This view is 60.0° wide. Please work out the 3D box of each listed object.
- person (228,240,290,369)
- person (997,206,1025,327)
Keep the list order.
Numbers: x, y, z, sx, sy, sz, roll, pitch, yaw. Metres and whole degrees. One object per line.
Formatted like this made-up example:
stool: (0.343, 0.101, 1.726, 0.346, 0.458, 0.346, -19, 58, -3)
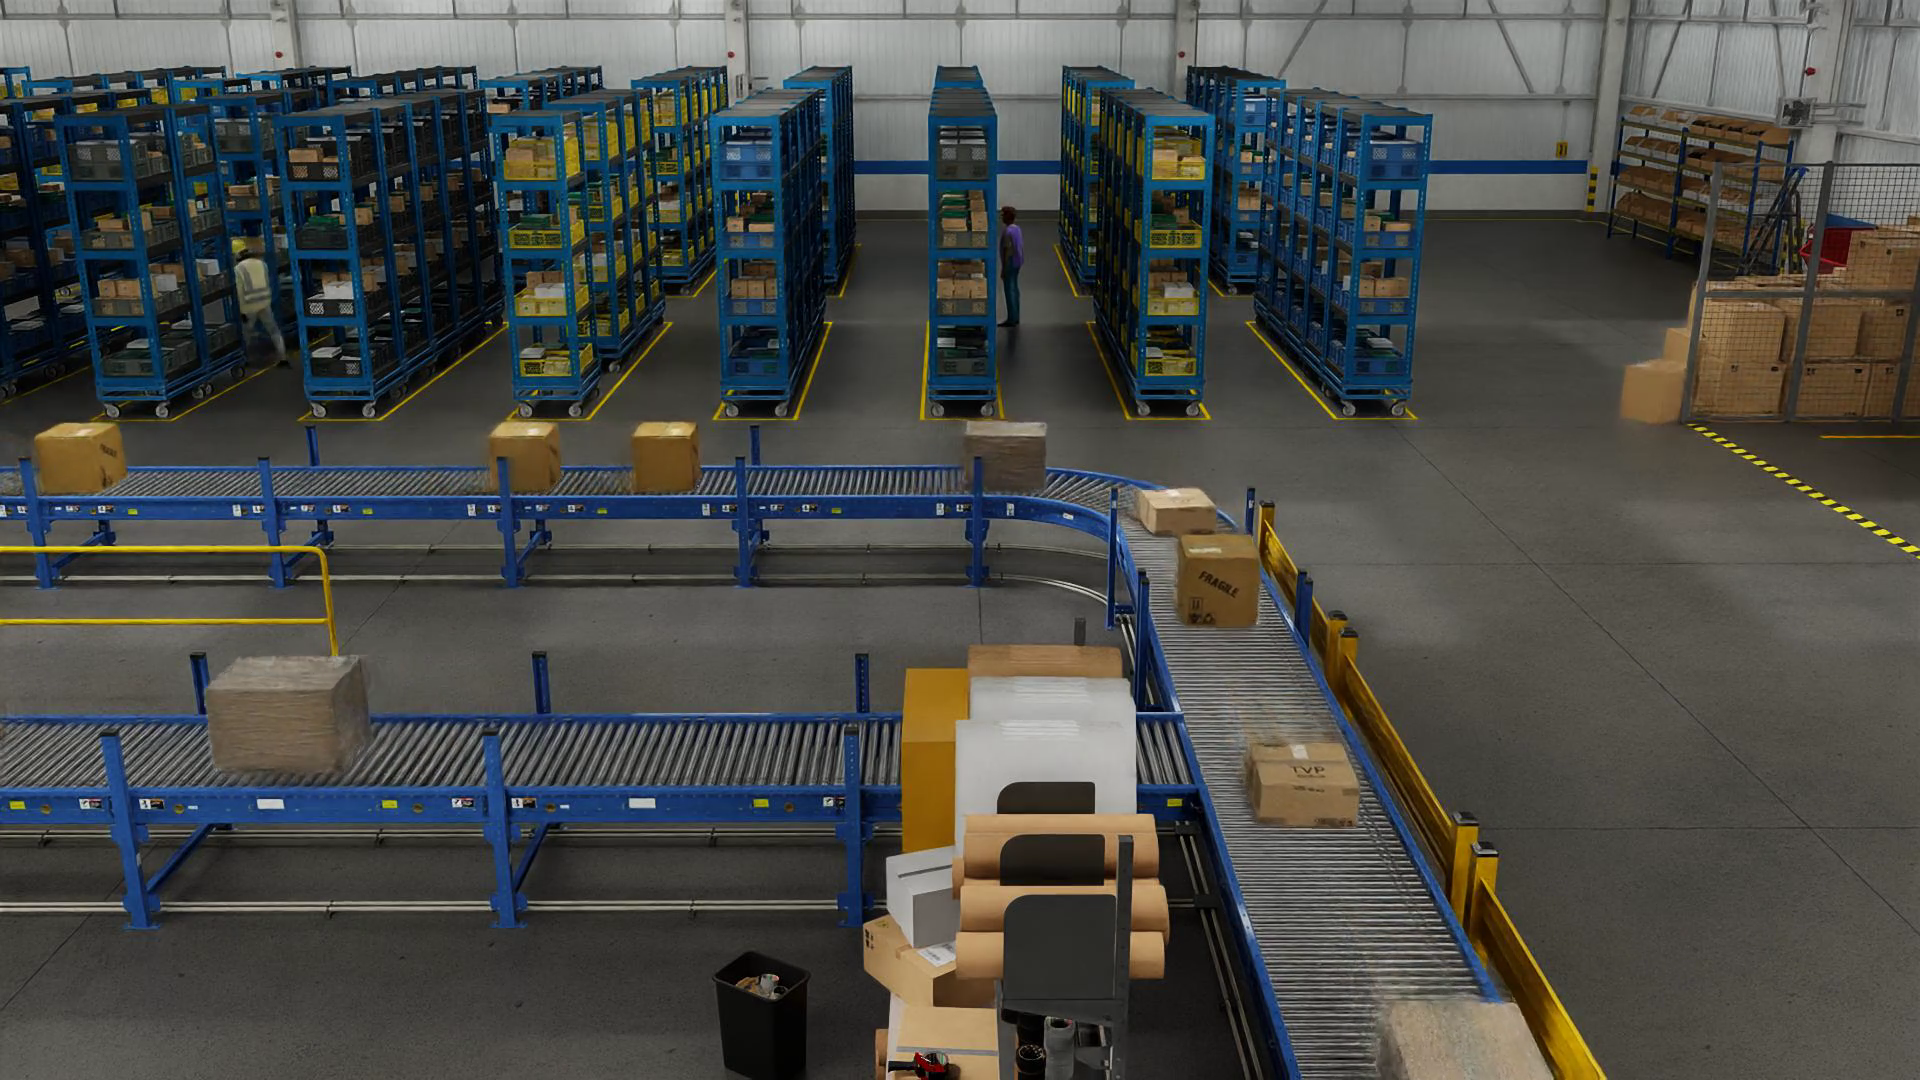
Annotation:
person: (-9.607, -3.195, 22.631, 0.964, 1.765, 0.658, 8, 20, 24)
person: (0.800, -4.216, 25.659, 0.384, 1.839, 0.567, 6, 19, 18)
